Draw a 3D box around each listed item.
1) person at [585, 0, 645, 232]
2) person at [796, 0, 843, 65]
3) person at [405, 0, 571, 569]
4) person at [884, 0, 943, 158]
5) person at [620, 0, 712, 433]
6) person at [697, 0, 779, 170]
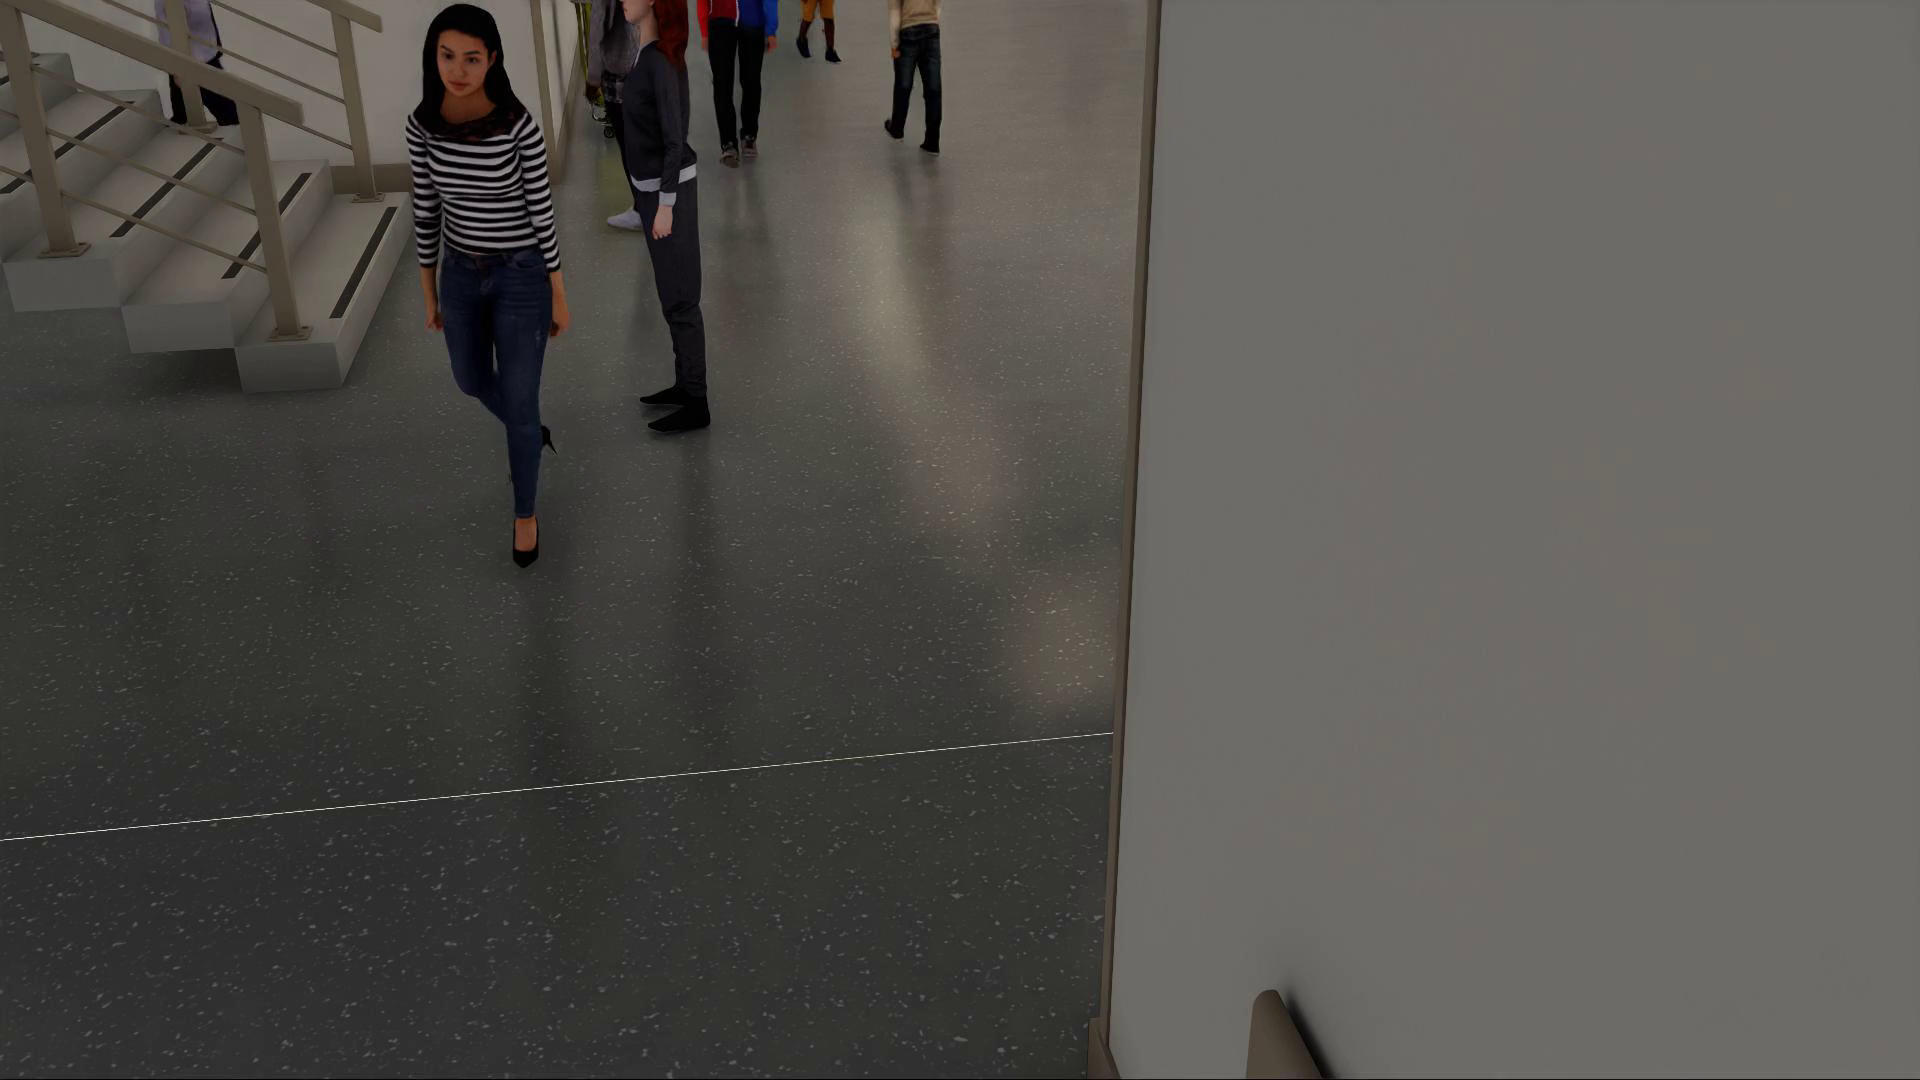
[{"bbox_3d":[-1.701,-2.510,8.866,0.833,1.763,0.773,9,27,18],"label":"person"},{"bbox_3d":[-1.213,-4.616,13.822,0.878,1.253,0.798,-15,30,-28],"label":"person"},{"bbox_3d":[-1.439,-0.778,5.252,0.918,1.767,0.855,6,26,13],"label":"person"},{"bbox_3d":[-0.246,-3.155,10.591,0.918,1.427,0.712,-10,27,-19],"label":"person"},{"bbox_3d":[-1.118,-1.297,6.333,0.527,1.780,0.597,-7,27,-14],"label":"person"},{"bbox_3d":[-1.390,-3.234,10.410,0.981,1.726,0.730,-4,26,-7],"label":"person"}]
